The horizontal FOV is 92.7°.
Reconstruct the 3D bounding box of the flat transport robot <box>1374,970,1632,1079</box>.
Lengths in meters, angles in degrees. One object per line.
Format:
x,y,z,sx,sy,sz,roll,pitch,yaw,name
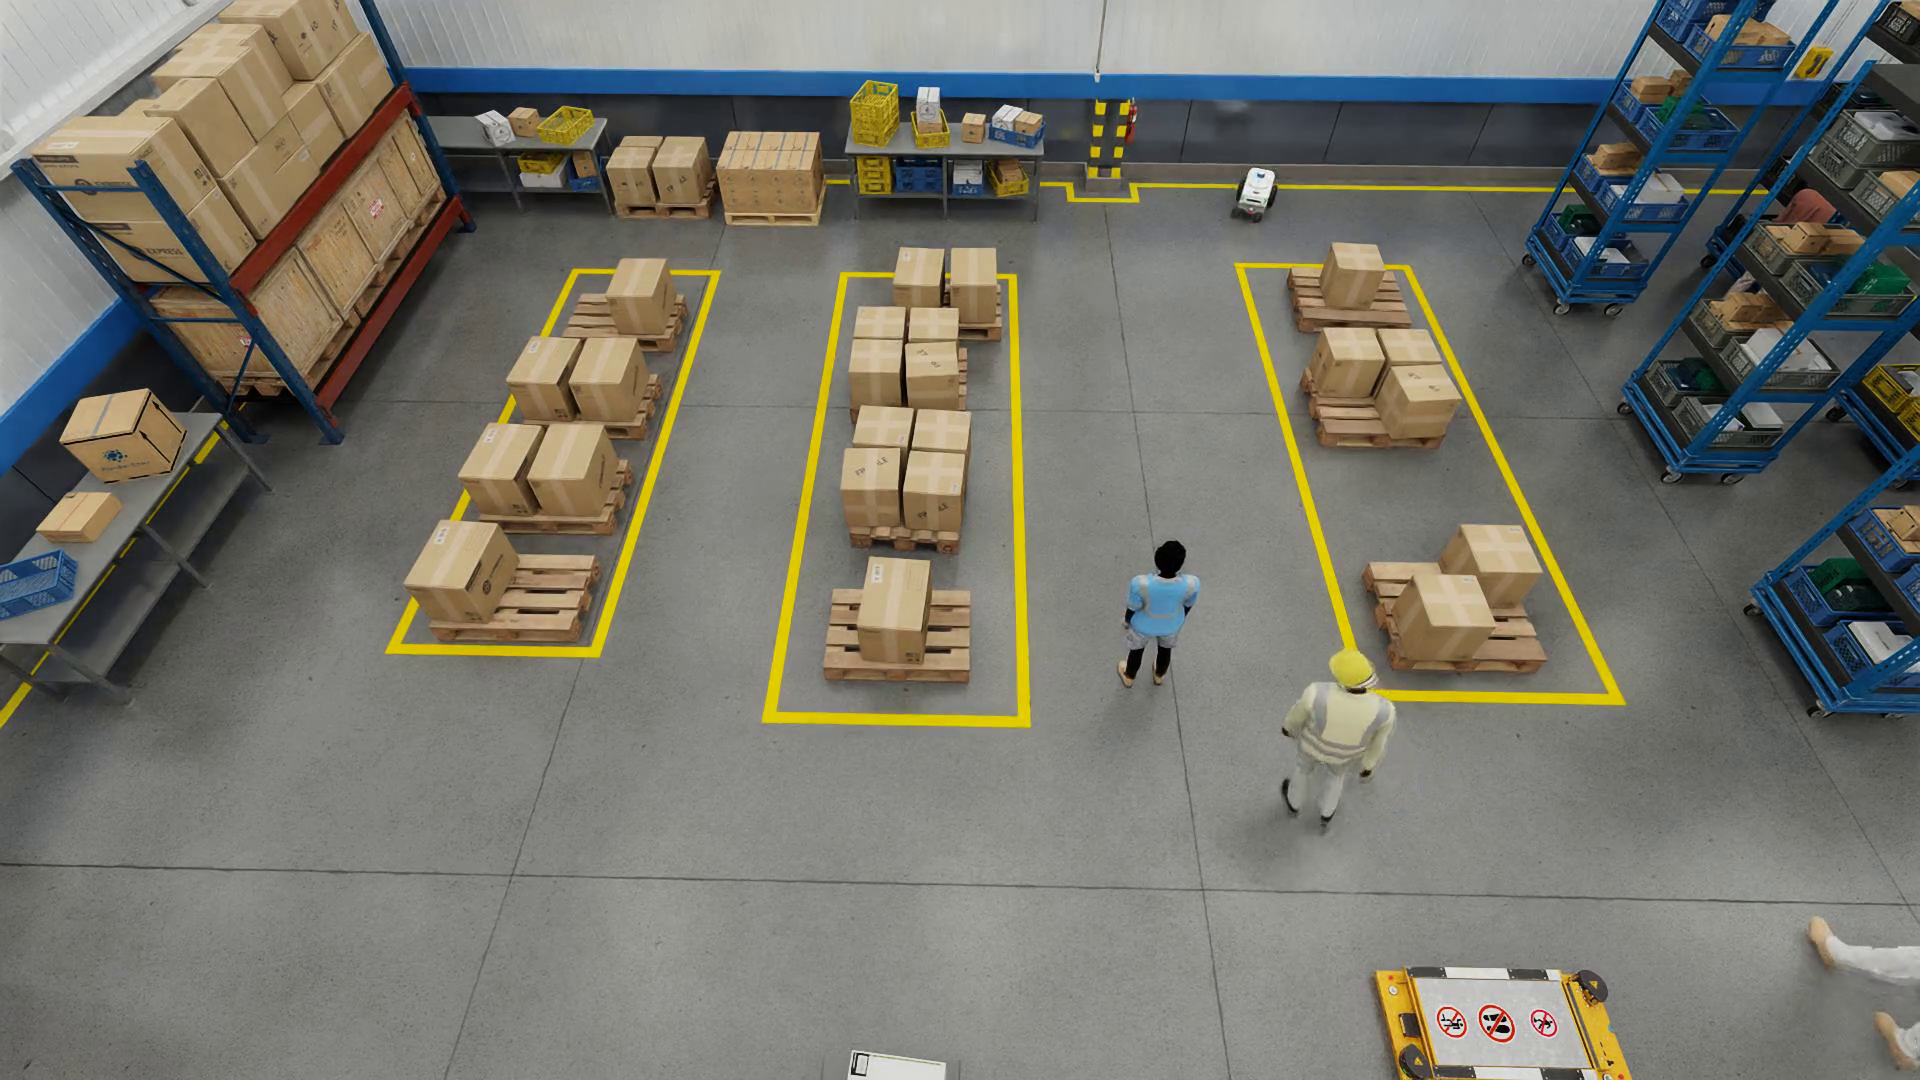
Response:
3.501,3.133,5.914,1.431,0.197,0.652,1,51,1,flat transport robot

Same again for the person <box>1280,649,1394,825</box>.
2.558,1.370,6.379,0.620,1.786,0.467,12,52,10,person

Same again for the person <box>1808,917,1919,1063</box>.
6.037,2.488,5.462,0.634,1.799,0.878,5,51,4,person

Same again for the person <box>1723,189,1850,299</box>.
8.968,-3.107,9.911,0.411,1.980,0.623,-20,53,-15,person

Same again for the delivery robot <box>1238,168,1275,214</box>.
3.875,-4.572,11.955,0.477,0.478,0.707,16,53,12,delivery robot

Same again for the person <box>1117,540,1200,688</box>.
1.505,0.611,7.054,0.533,1.698,0.322,-1,51,-1,person
